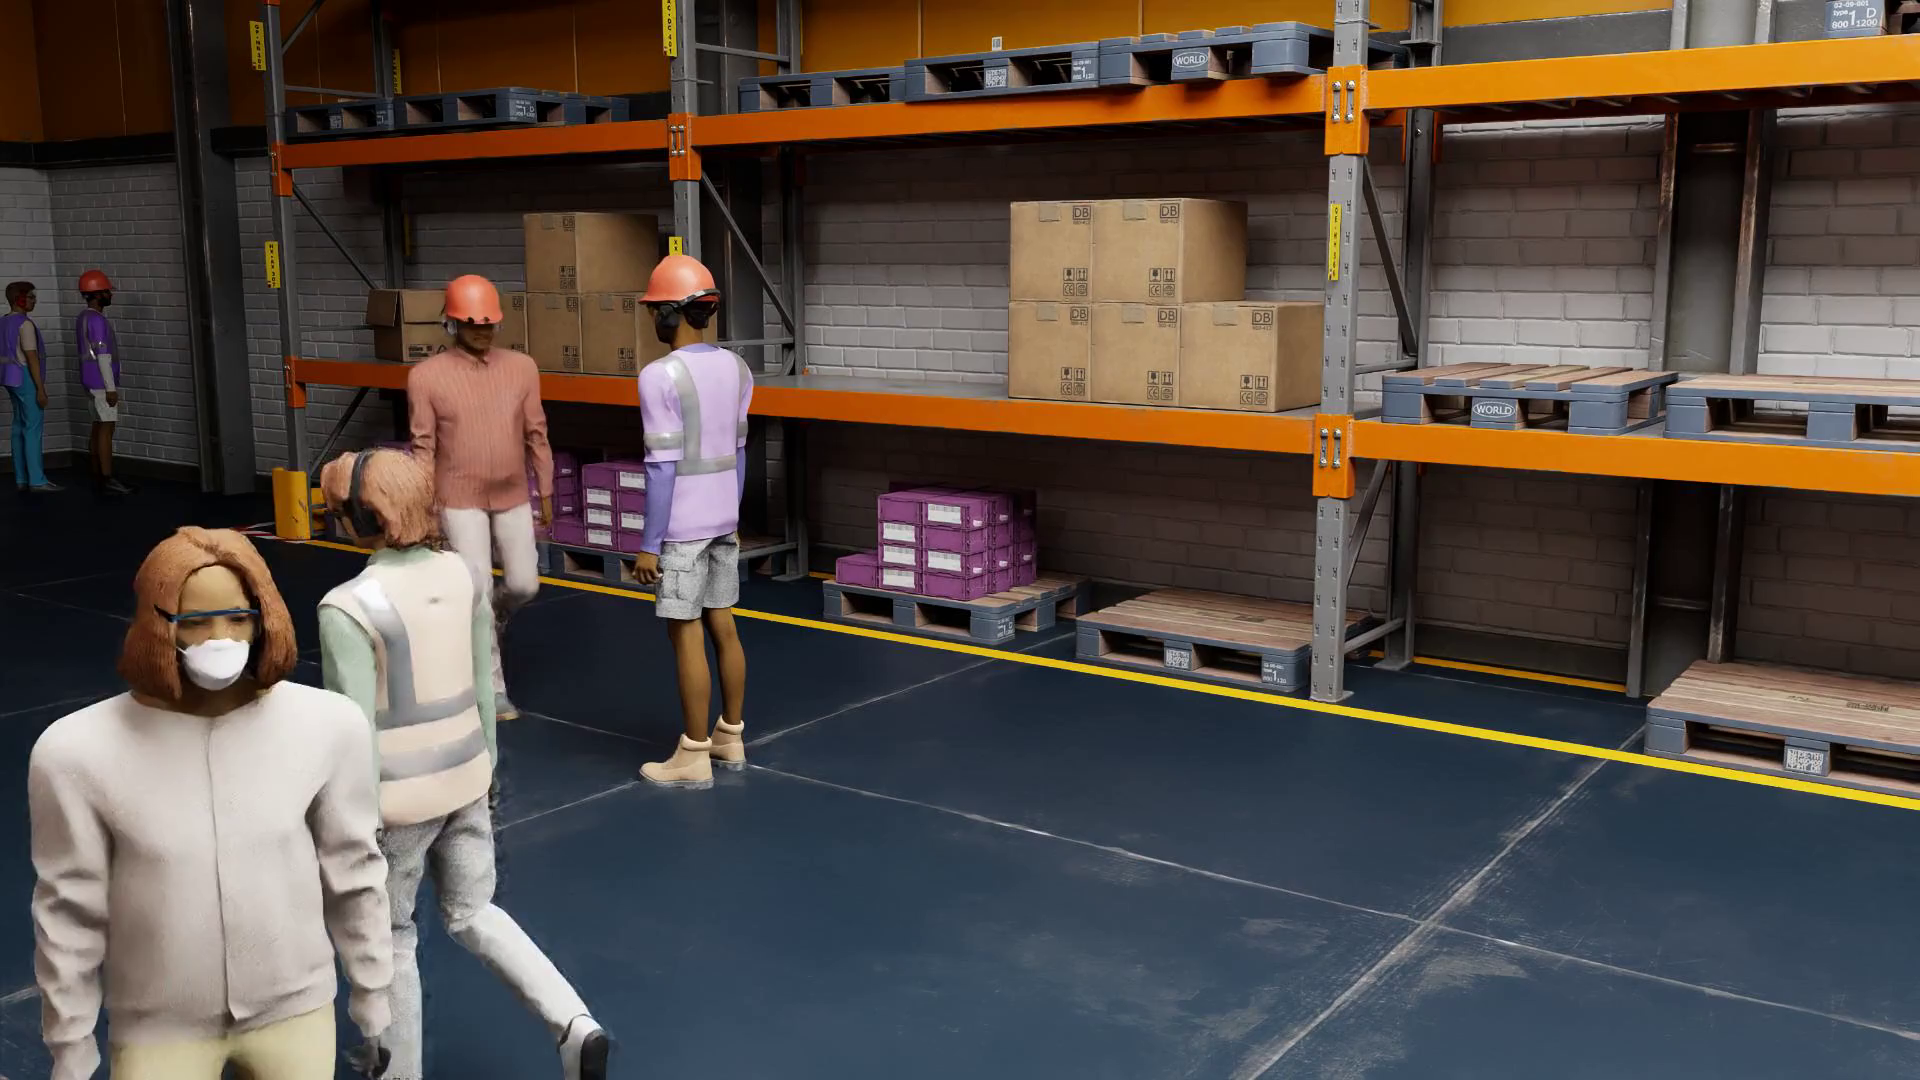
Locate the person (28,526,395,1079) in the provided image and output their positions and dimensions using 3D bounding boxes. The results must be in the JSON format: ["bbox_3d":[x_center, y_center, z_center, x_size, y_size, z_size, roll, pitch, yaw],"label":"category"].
[{"bbox_3d":[-1.154,0.776,2.630,0.518,1.621,0.360,-6,11,-34],"label":"person"}]

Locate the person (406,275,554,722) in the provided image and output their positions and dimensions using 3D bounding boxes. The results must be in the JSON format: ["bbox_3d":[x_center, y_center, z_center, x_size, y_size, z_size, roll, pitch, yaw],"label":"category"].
[{"bbox_3d":[-2.158,-0.194,7.442,0.645,1.961,0.714,-7,12,-35],"label":"person"}]

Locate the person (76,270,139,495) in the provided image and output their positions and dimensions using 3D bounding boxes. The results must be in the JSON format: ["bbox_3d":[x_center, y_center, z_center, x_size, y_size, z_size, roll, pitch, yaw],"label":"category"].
[{"bbox_3d":[-7.436,-1.361,14.440,0.350,1.942,0.545,-8,12,-40],"label":"person"}]

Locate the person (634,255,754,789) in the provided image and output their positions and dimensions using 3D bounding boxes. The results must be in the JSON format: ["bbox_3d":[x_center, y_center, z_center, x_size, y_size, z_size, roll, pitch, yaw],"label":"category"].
[{"bbox_3d":[-1.046,-0.062,6.405,0.374,2.044,0.606,5,11,25],"label":"person"}]

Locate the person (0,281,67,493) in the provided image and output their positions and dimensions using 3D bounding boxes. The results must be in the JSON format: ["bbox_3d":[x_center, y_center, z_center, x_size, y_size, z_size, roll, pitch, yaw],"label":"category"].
[{"bbox_3d":[-8.172,-1.329,14.533,0.567,1.846,0.389,8,12,38],"label":"person"}]

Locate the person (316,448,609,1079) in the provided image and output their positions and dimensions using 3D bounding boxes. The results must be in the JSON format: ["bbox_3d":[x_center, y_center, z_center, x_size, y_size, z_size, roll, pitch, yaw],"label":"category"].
[{"bbox_3d":[-1.167,0.592,3.787,0.670,1.615,0.515,4,10,22],"label":"person"}]
